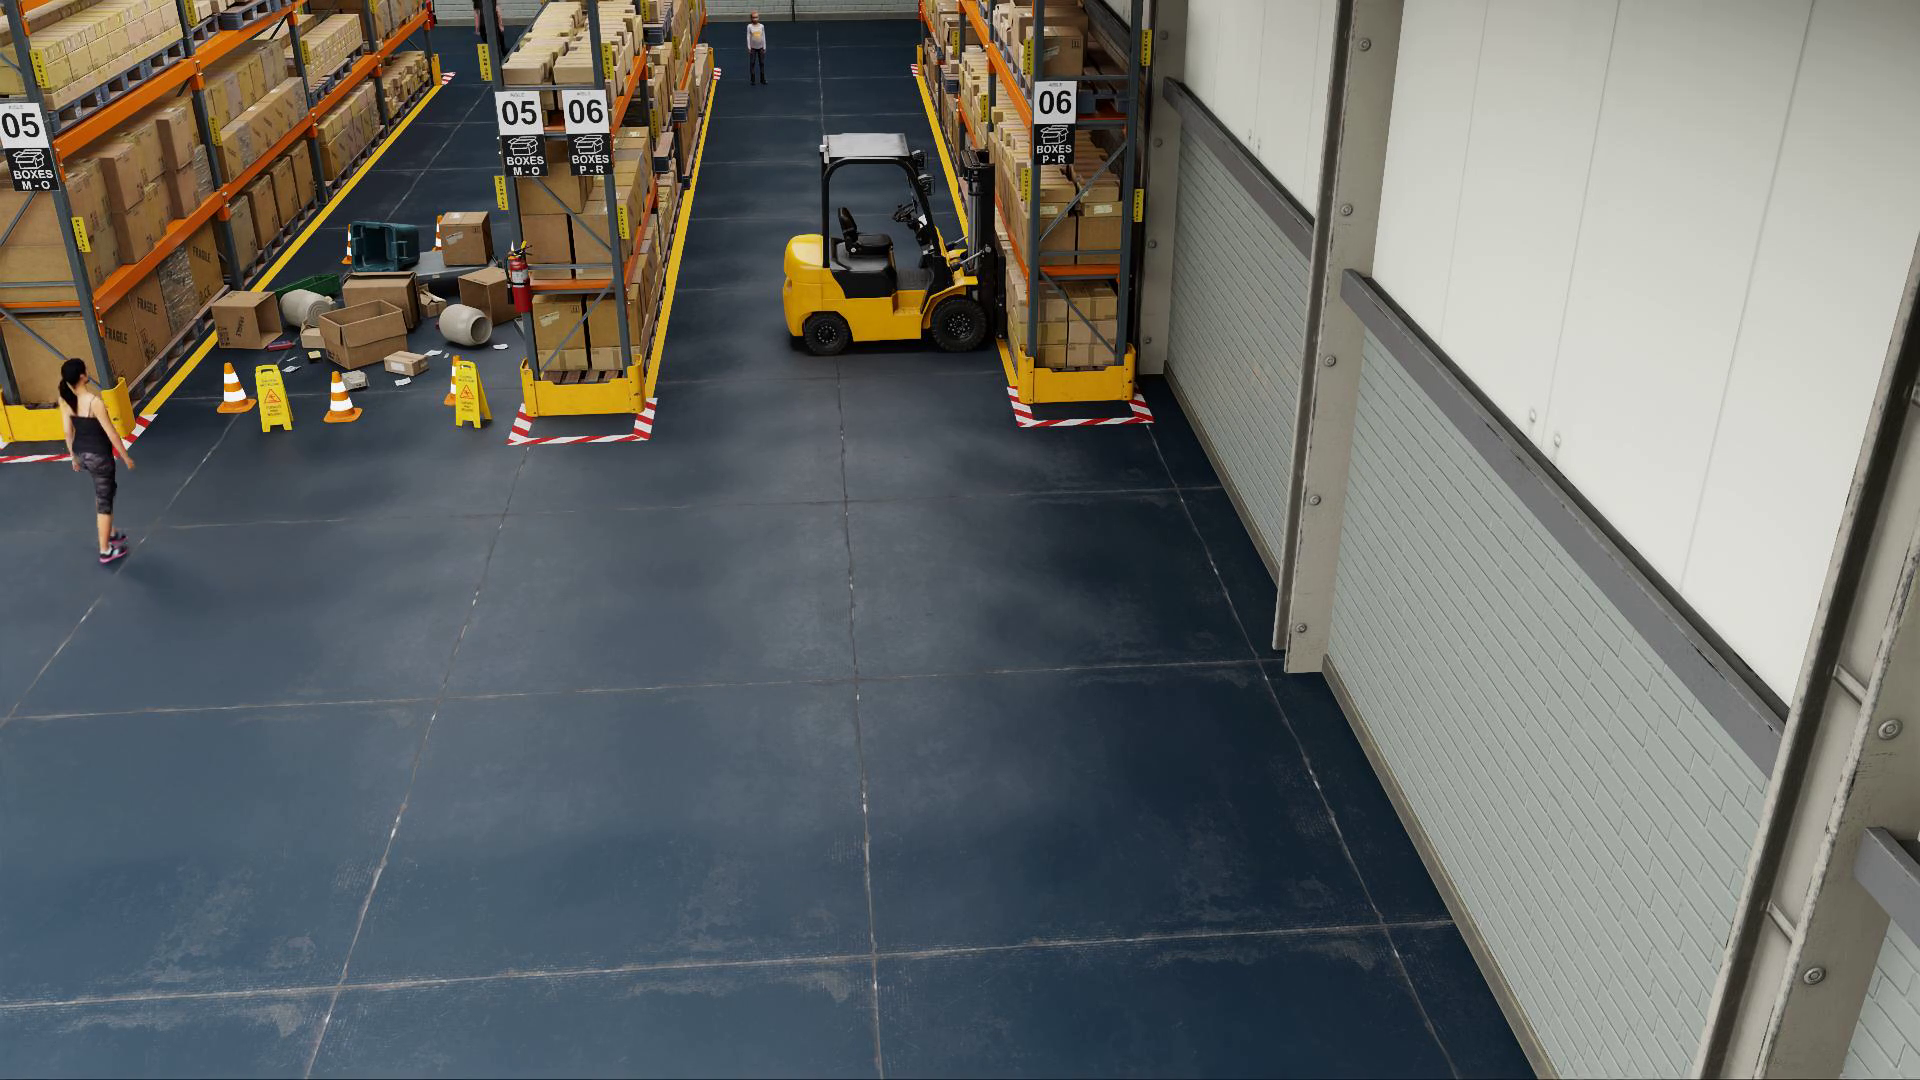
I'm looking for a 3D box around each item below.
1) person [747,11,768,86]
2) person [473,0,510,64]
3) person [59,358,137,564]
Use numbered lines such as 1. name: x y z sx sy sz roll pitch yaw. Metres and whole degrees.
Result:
1. person: -3.685 -8.932 30.138 0.539 1.279 0.554 -9 29 -17
2. person: -8.633 -9.506 30.757 0.915 1.733 0.630 -1 27 -2
3. person: -7.092 -0.613 13.504 0.696 1.716 0.754 10 29 19
